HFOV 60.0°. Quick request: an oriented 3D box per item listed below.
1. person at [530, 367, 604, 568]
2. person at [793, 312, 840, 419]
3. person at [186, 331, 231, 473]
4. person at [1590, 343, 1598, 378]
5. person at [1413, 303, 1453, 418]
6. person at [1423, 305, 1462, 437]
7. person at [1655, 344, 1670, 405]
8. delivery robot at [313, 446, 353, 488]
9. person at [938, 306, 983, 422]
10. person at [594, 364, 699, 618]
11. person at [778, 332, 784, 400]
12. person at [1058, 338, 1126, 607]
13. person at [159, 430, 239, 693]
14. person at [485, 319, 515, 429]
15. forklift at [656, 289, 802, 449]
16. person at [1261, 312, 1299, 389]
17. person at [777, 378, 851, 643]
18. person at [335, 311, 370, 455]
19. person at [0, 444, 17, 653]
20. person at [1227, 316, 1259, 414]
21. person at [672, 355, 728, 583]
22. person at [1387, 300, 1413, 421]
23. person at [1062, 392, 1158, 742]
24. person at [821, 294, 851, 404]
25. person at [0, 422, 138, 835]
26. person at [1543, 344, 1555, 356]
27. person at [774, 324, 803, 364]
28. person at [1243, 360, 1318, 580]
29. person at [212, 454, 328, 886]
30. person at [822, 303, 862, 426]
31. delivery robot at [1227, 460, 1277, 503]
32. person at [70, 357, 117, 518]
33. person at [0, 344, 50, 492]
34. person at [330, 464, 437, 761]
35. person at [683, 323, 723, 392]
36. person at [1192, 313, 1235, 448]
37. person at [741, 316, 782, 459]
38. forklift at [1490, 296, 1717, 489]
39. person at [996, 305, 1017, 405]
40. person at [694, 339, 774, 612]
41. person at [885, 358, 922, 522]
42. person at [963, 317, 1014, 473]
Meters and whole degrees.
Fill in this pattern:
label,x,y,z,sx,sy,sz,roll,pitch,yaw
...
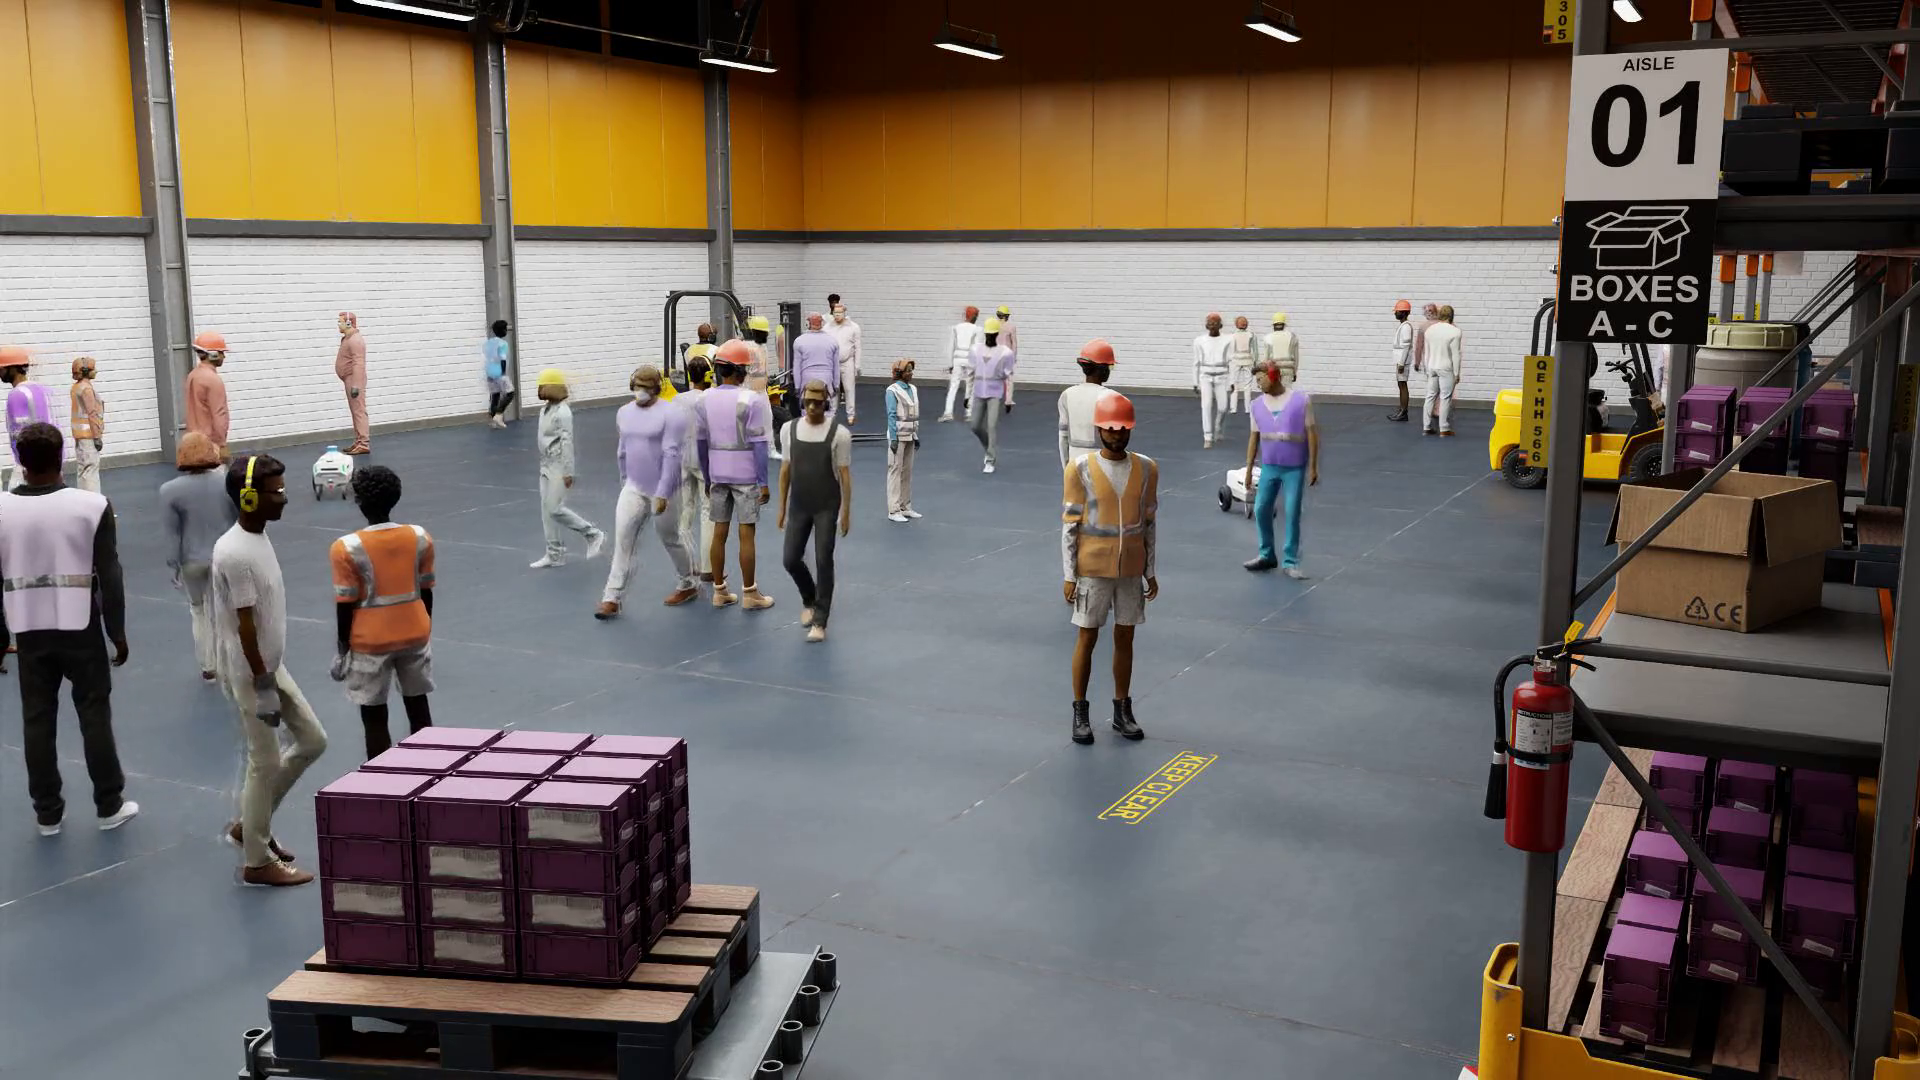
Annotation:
label,x,y,z,sx,sy,sz,roll,pitch,yaw
person,-3.412,-0.616,14.213,0.528,1.727,0.486,-6,12,-33
person,-1.917,-2.085,22.219,0.639,1.900,0.401,-3,10,-17
person,-6.801,-0.901,15.143,0.433,1.981,0.631,-9,13,-43
person,8.699,-2.369,23.445,0.537,2.000,0.678,0,10,0
person,7.704,-2.913,27.115,0.682,1.863,0.571,-3,10,-18
person,7.068,-2.471,24.378,0.373,1.930,0.624,-7,12,-35
person,9.603,-2.030,22.166,0.439,1.816,0.686,-9,13,-42
delivery robot,-6.913,-0.794,18.354,0.477,0.478,0.707,-2,10,-13
person,0.037,-2.781,26.423,0.625,1.857,0.734,4,11,24
person,-2.303,-0.371,12.384,0.645,1.885,0.972,5,11,26
person,-2.661,-2.657,25.909,0.314,1.769,0.525,-6,12,-31
person,1.025,-0.505,12.646,0.607,2.044,0.378,9,14,43
person,-4.614,0.132,10.210,0.499,1.605,0.730,-4,10,-20
person,-6.997,-2.510,25.291,0.549,1.679,0.377,9,13,43
forklift,-3.358,-2.392,23.136,2.313,2.155,1.214,-1,10,-5
person,4.878,-2.570,25.335,0.584,1.799,0.886,1,10,3
person,-1.008,-0.214,11.556,0.545,1.835,0.438,2,10,12
person,-8.131,-2.094,22.239,0.399,1.910,0.643,-4,11,-24
person,-6.444,-0.012,10.980,0.266,1.631,0.507,0,10,2
person,4.725,-2.903,27.747,0.585,1.634,0.371,0,10,2
person,-2.131,-0.578,13.629,0.500,1.858,0.327,5,11,26
person,7.069,-2.873,26.661,0.361,1.938,0.545,2,10,10
person,0.836,0.156,9.127,0.552,1.935,0.373,-2,10,-14
person,-2.230,-3.389,29.563,0.613,1.965,0.361,0,10,1
person,-4.166,0.416,7.675,0.592,1.918,0.391,-2,10,-13
person,7.709,-1.892,21.297,0.599,1.827,0.404,6,12,33
person,-2.678,-2.788,26.447,0.430,1.845,0.622,-8,13,-38
person,2.676,-0.586,13.832,0.679,1.806,0.385,7,12,34
person,-2.910,0.565,7.013,0.403,1.853,0.548,-1,10,-8
person,-1.865,-2.729,25.921,0.651,1.906,0.403,2,10,9
delivery robot,3.004,-0.578,17.105,0.477,0.478,0.707,-2,10,-9
person,-8.817,-1.028,16.835,0.313,1.642,0.513,-9,13,-42
person,-7.839,-0.695,14.092,0.545,1.922,0.549,-1,10,-7
person,-2.728,0.484,7.923,0.319,1.696,0.534,8,13,40
person,-3.062,-1.716,20.244,0.624,1.845,0.430,7,12,36
person,3.509,-2.209,23.013,0.589,1.871,0.521,2,10,10
person,-2.752,-1.990,21.724,0.905,1.889,0.597,4,10,20
forklift,7.296,-1.677,18.993,2.313,2.155,1.214,5,11,27
person,0.756,-3.254,29.370,0.532,1.765,0.323,3,10,16
person,-1.688,-0.479,12.499,0.607,2.044,0.371,5,11,25
person,-0.575,-1.007,16.720,0.308,1.640,0.517,5,11,26
person,0.362,-1.801,20.520,0.636,1.910,0.678,4,11,23
